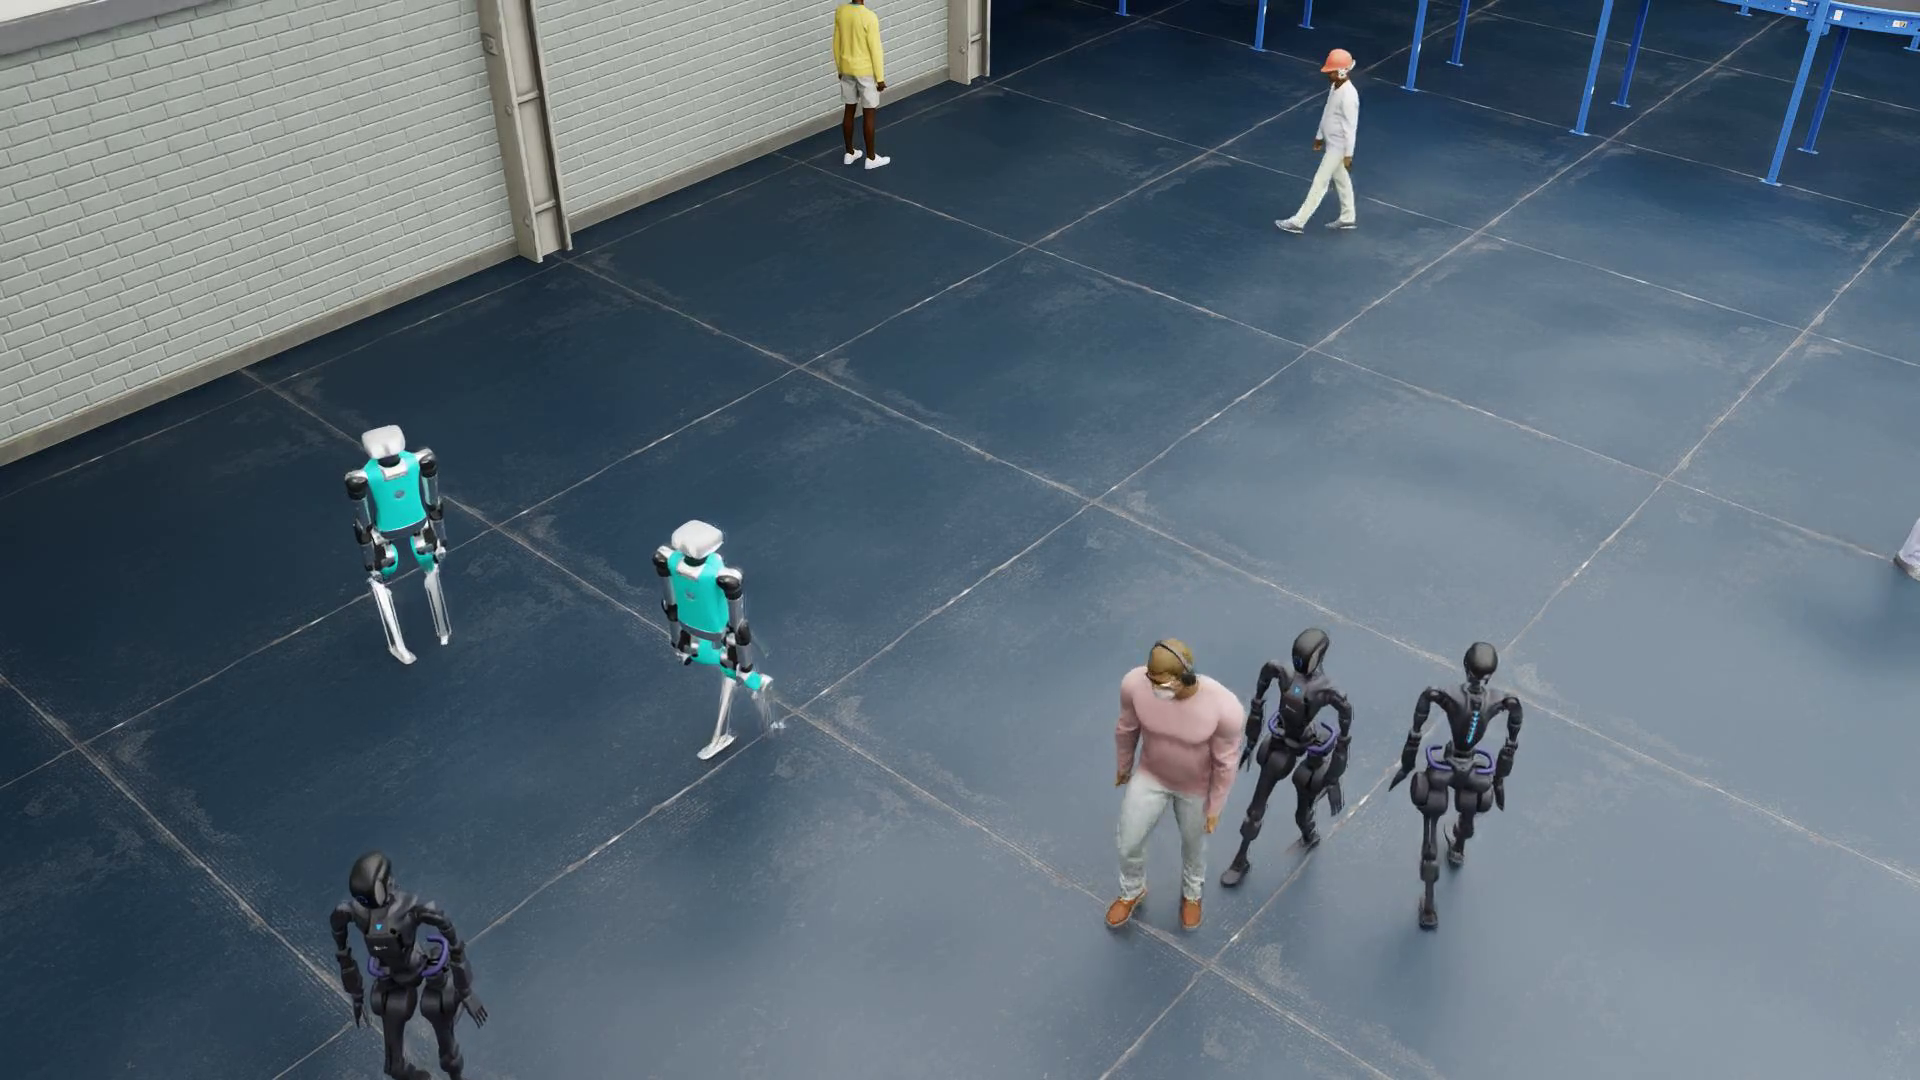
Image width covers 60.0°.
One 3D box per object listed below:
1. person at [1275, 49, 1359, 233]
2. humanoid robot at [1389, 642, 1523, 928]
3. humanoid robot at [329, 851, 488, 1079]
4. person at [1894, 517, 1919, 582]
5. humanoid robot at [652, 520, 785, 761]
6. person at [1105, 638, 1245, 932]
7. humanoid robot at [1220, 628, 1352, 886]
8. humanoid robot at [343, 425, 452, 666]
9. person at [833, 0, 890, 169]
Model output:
[{"bbox_3d":[3.353,-3.642,15.252,0.820,1.712,0.569,3,36,4],"label":"person"},{"bbox_3d":[2.527,1.189,8.534,0.585,1.633,0.696,4,36,5],"label":"humanoid robot"},{"bbox_3d":[-2.418,2.004,7.363,0.608,1.650,0.376,0,35,0],"label":"humanoid robot"},{"bbox_3d":[6.610,-0.563,10.832,0.565,1.855,0.395,-22,41,-28],"label":"person"},{"bbox_3d":[-1.281,0.564,9.420,0.557,1.882,0.803,15,38,20],"label":"humanoid robot"},{"bbox_3d":[1.053,1.222,8.271,0.634,1.909,0.528,13,37,17],"label":"person"},{"bbox_3d":[1.734,1.143,8.603,0.601,1.636,0.725,25,42,30],"label":"humanoid robot"},{"bbox_3d":[-3.428,0.000,10.130,0.530,1.776,0.752,-22,41,-28],"label":"humanoid robot"},{"bbox_3d":[-0.997,-4.632,16.487,0.553,1.898,0.356,21,41,27],"label":"person"}]
